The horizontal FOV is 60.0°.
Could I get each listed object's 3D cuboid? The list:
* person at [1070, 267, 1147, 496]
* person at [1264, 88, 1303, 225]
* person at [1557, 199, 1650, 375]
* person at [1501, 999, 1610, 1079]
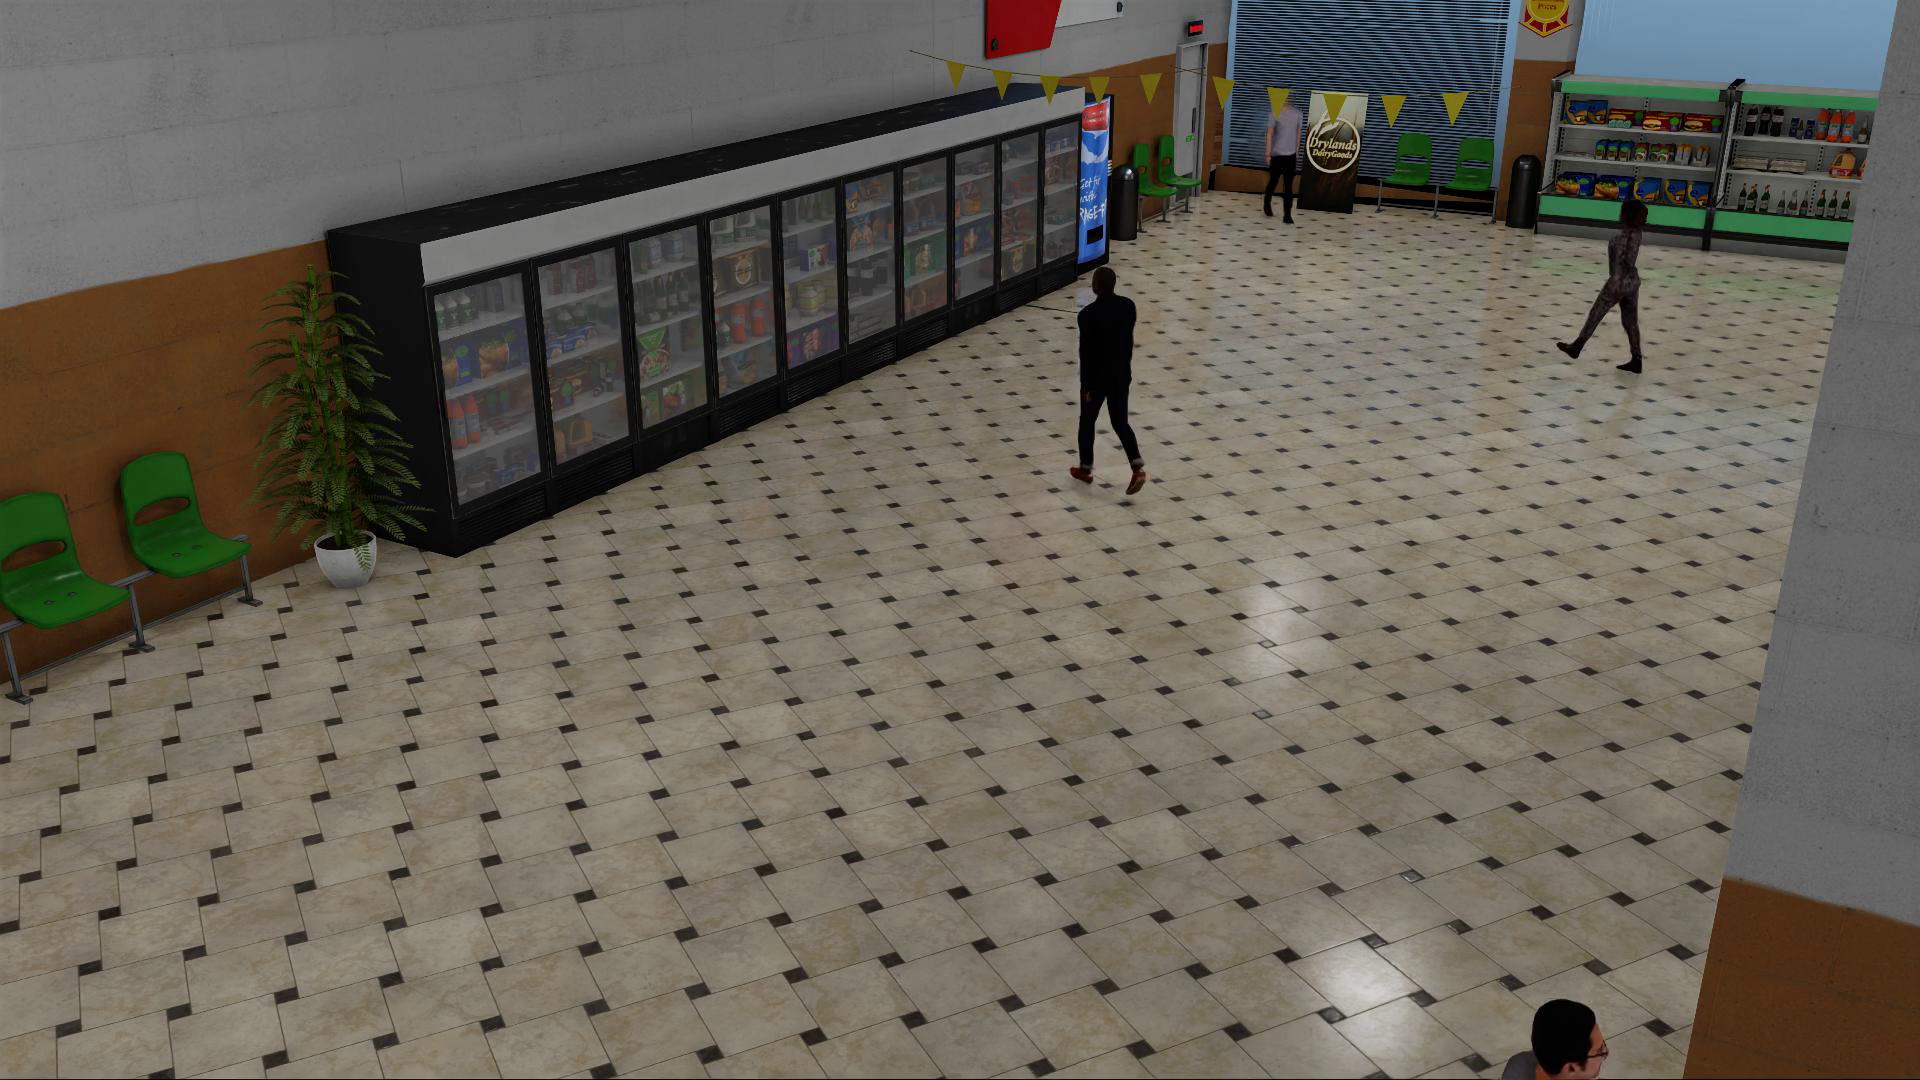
[{"bbox_3d":[1.204,-1.218,13.046,1.093,1.791,1.236,-10,24,-22],"label":"person"},{"bbox_3d":[4.514,-5.419,23.463,1.249,1.819,1.221,-3,22,-7],"label":"person"},{"bbox_3d":[6.543,-2.433,16.241,0.849,1.663,1.195,-18,28,-37],"label":"person"},{"bbox_3d":[1.580,2.097,4.891,1.224,1.719,1.037,-1,22,-2],"label":"person"}]
